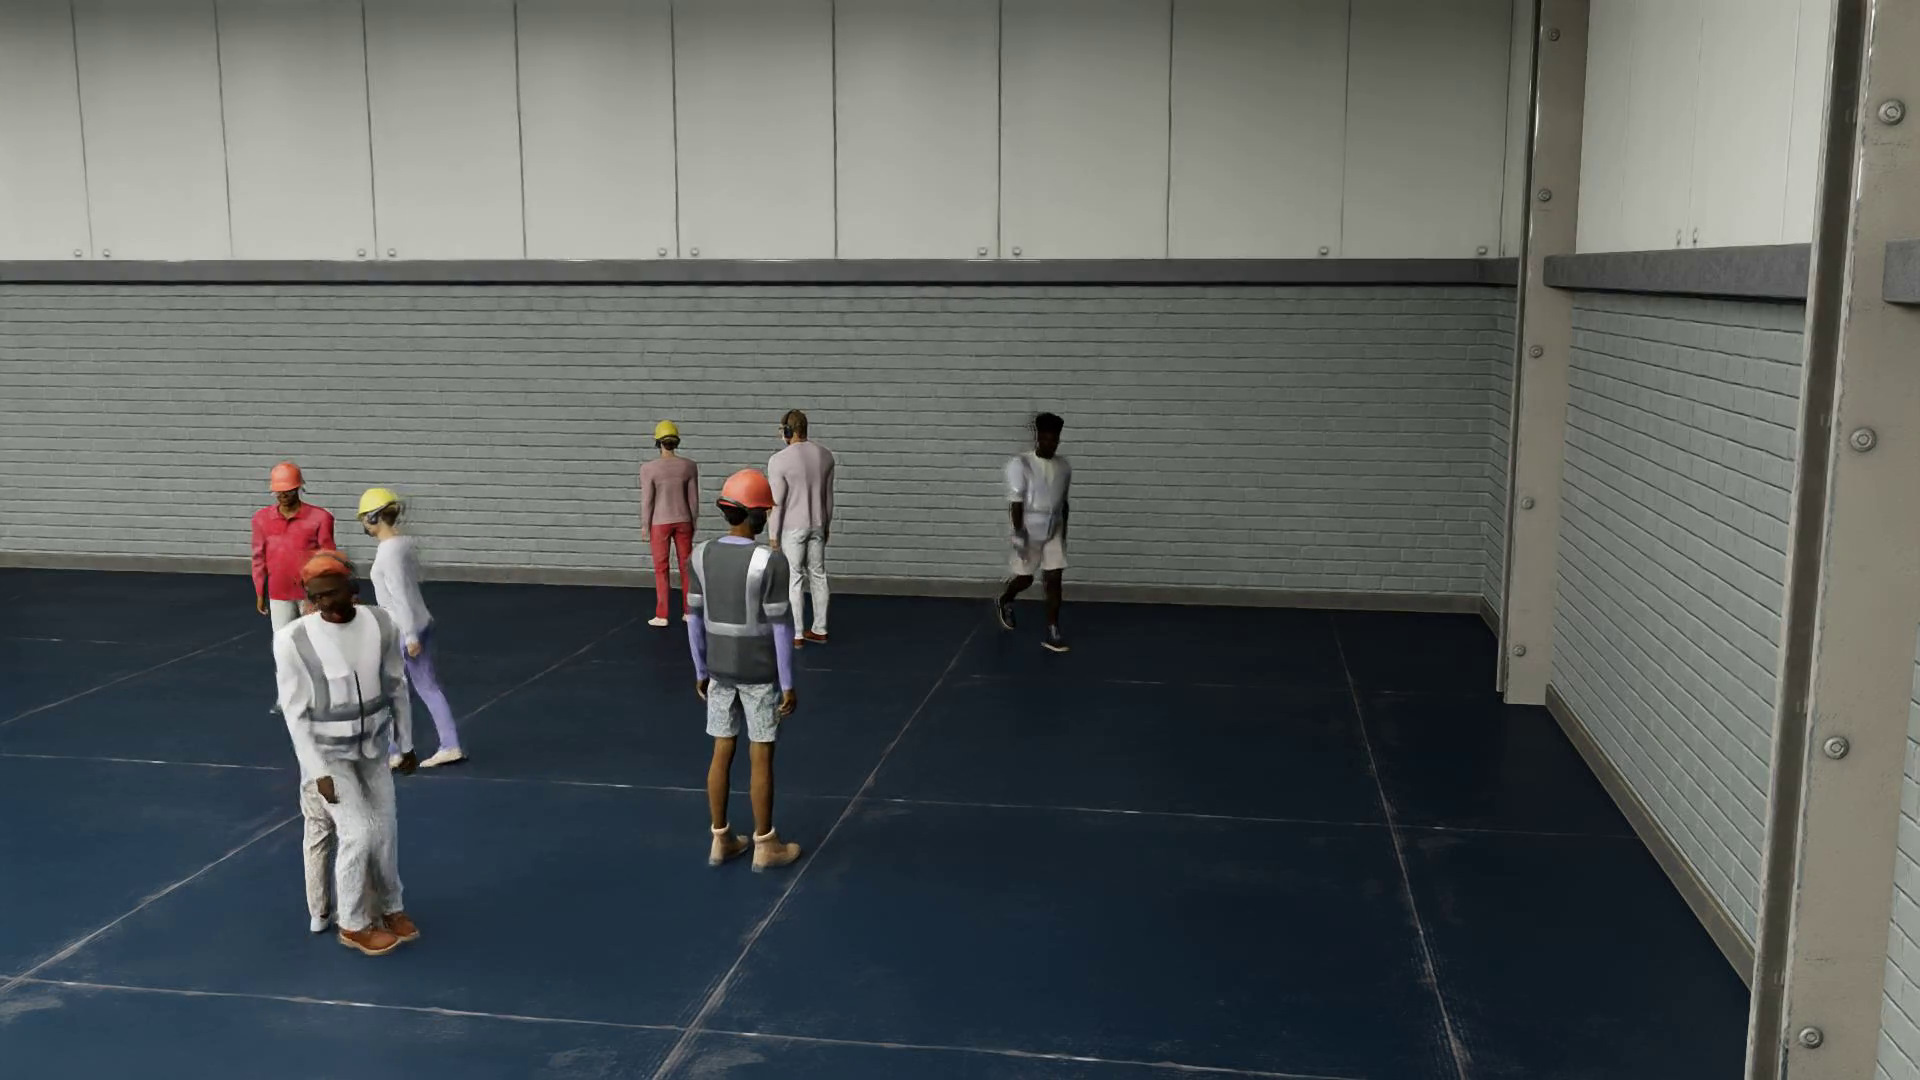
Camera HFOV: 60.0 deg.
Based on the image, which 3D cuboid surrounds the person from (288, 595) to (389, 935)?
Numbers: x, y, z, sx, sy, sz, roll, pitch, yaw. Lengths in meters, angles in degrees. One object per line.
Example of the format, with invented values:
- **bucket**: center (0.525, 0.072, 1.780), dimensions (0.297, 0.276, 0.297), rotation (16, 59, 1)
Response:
- **person**: center (-2.823, 1.002, 7.547), dimensions (0.514, 1.642, 0.310), rotation (4, 10, 21)

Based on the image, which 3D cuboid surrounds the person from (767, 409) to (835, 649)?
- **person**: center (-1.285, -0.083, 13.370), dimensions (0.632, 1.929, 0.377), rotation (-8, 12, -42)

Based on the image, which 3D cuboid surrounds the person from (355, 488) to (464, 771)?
- **person**: center (-3.376, 0.551, 10.061), dimensions (0.703, 1.723, 0.540), rotation (-1, 9, -4)

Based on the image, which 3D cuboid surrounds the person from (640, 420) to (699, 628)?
- **person**: center (-2.477, -0.136, 14.182), dimensions (0.530, 1.768, 0.312), rotation (-6, 11, -33)

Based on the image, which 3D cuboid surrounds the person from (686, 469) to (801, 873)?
- **person**: center (-1.078, 0.655, 8.449), dimensions (0.615, 2.040, 0.391), rotation (5, 10, 28)

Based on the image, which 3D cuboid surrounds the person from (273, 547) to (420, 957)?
- **person**: center (-2.673, 0.936, 7.315), dimensions (0.453, 1.847, 0.613), rotation (8, 12, 39)

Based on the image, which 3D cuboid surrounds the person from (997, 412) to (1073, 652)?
- **person**: center (0.604, -0.093, 13.427), dimensions (0.592, 1.926, 0.790), rotation (-5, 10, -27)

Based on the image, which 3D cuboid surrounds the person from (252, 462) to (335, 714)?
- **person**: center (-4.549, 0.332, 11.370), dimensions (0.568, 1.744, 0.359), rotation (-1, 9, -4)
